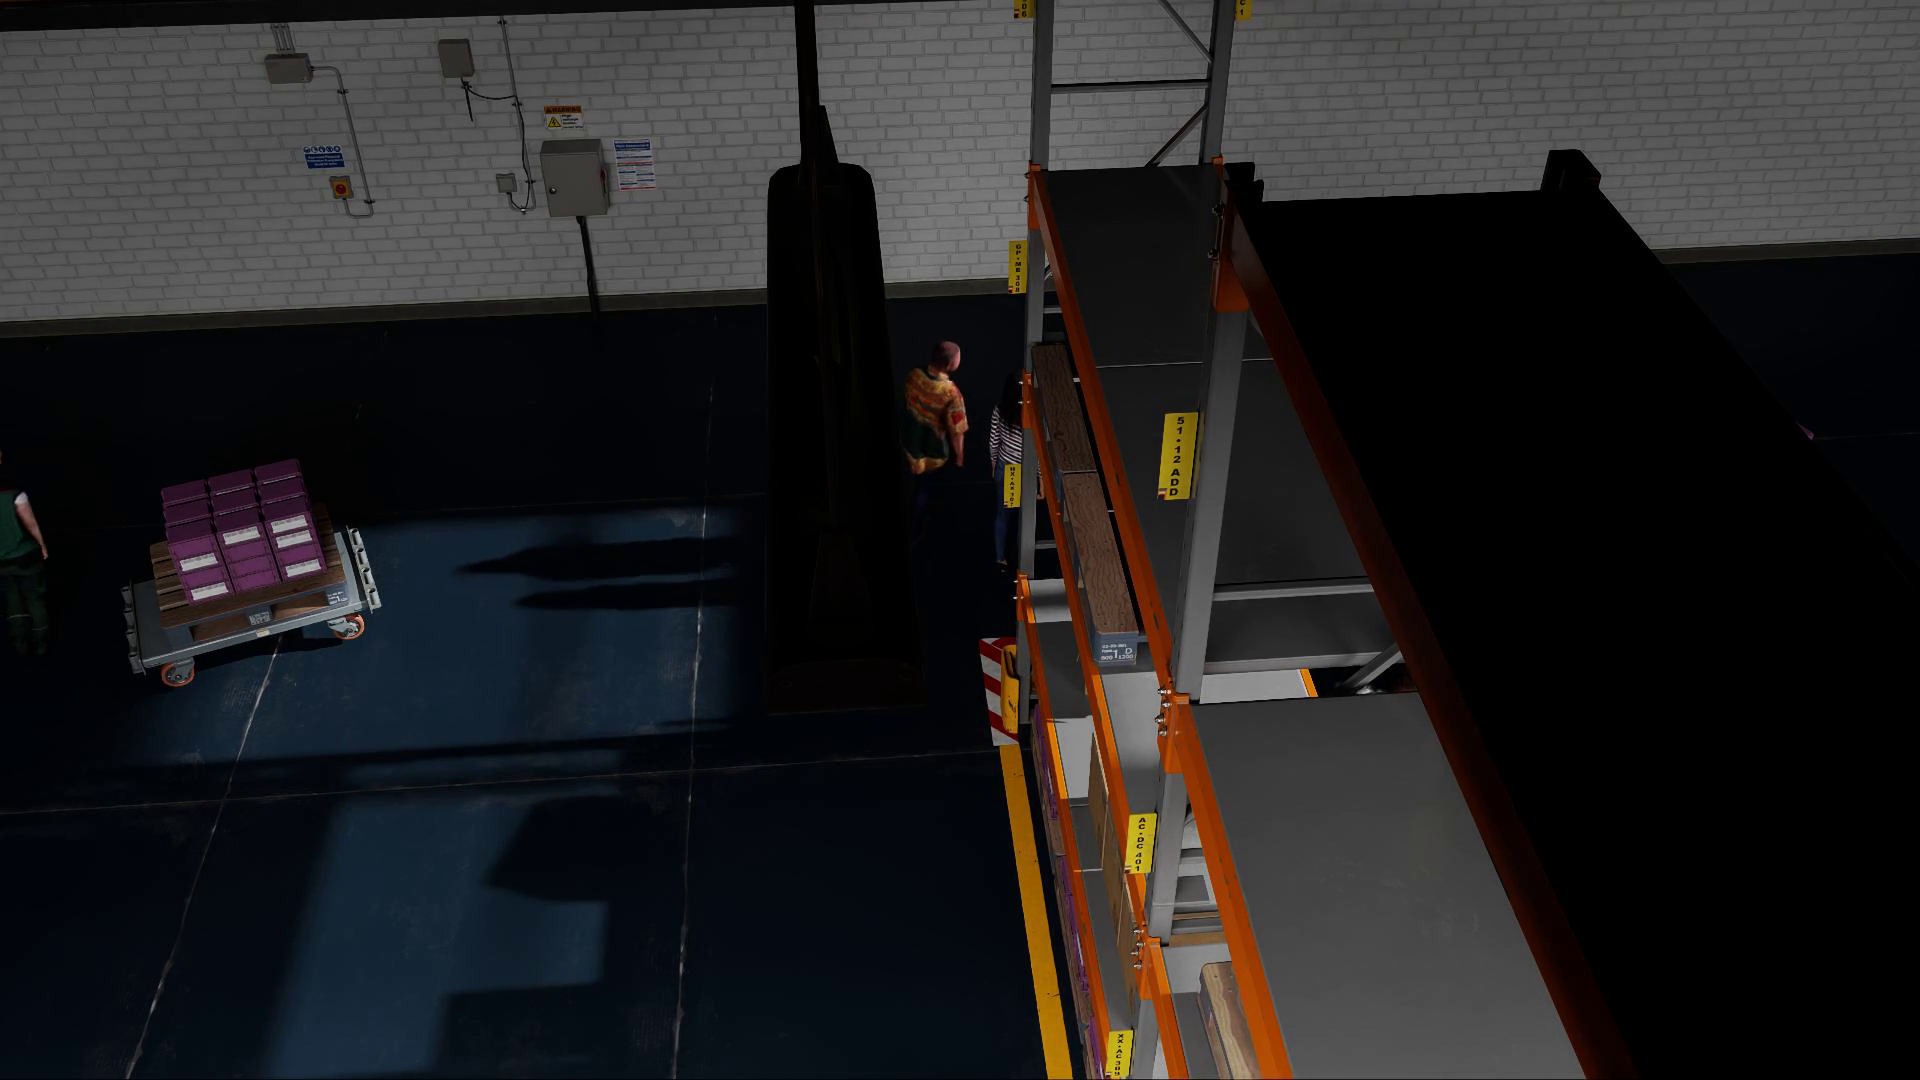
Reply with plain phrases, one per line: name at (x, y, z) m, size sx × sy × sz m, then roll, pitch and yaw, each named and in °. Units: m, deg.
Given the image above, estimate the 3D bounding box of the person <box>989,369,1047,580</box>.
person at (0.407, -0.448, 11.973) m, size 0.665 × 1.795 × 0.705 m, roll 24°, pitch 44°, yaw 27°

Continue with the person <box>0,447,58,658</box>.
person at (-6.430, 0.126, 11.241) m, size 0.687 × 1.811 × 0.735 m, roll -8°, pitch 39°, yaw -10°

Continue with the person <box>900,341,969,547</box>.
person at (-0.277, -0.645, 12.240) m, size 1.000 × 1.769 × 1.059 m, roll 23°, pitch 44°, yaw 26°
